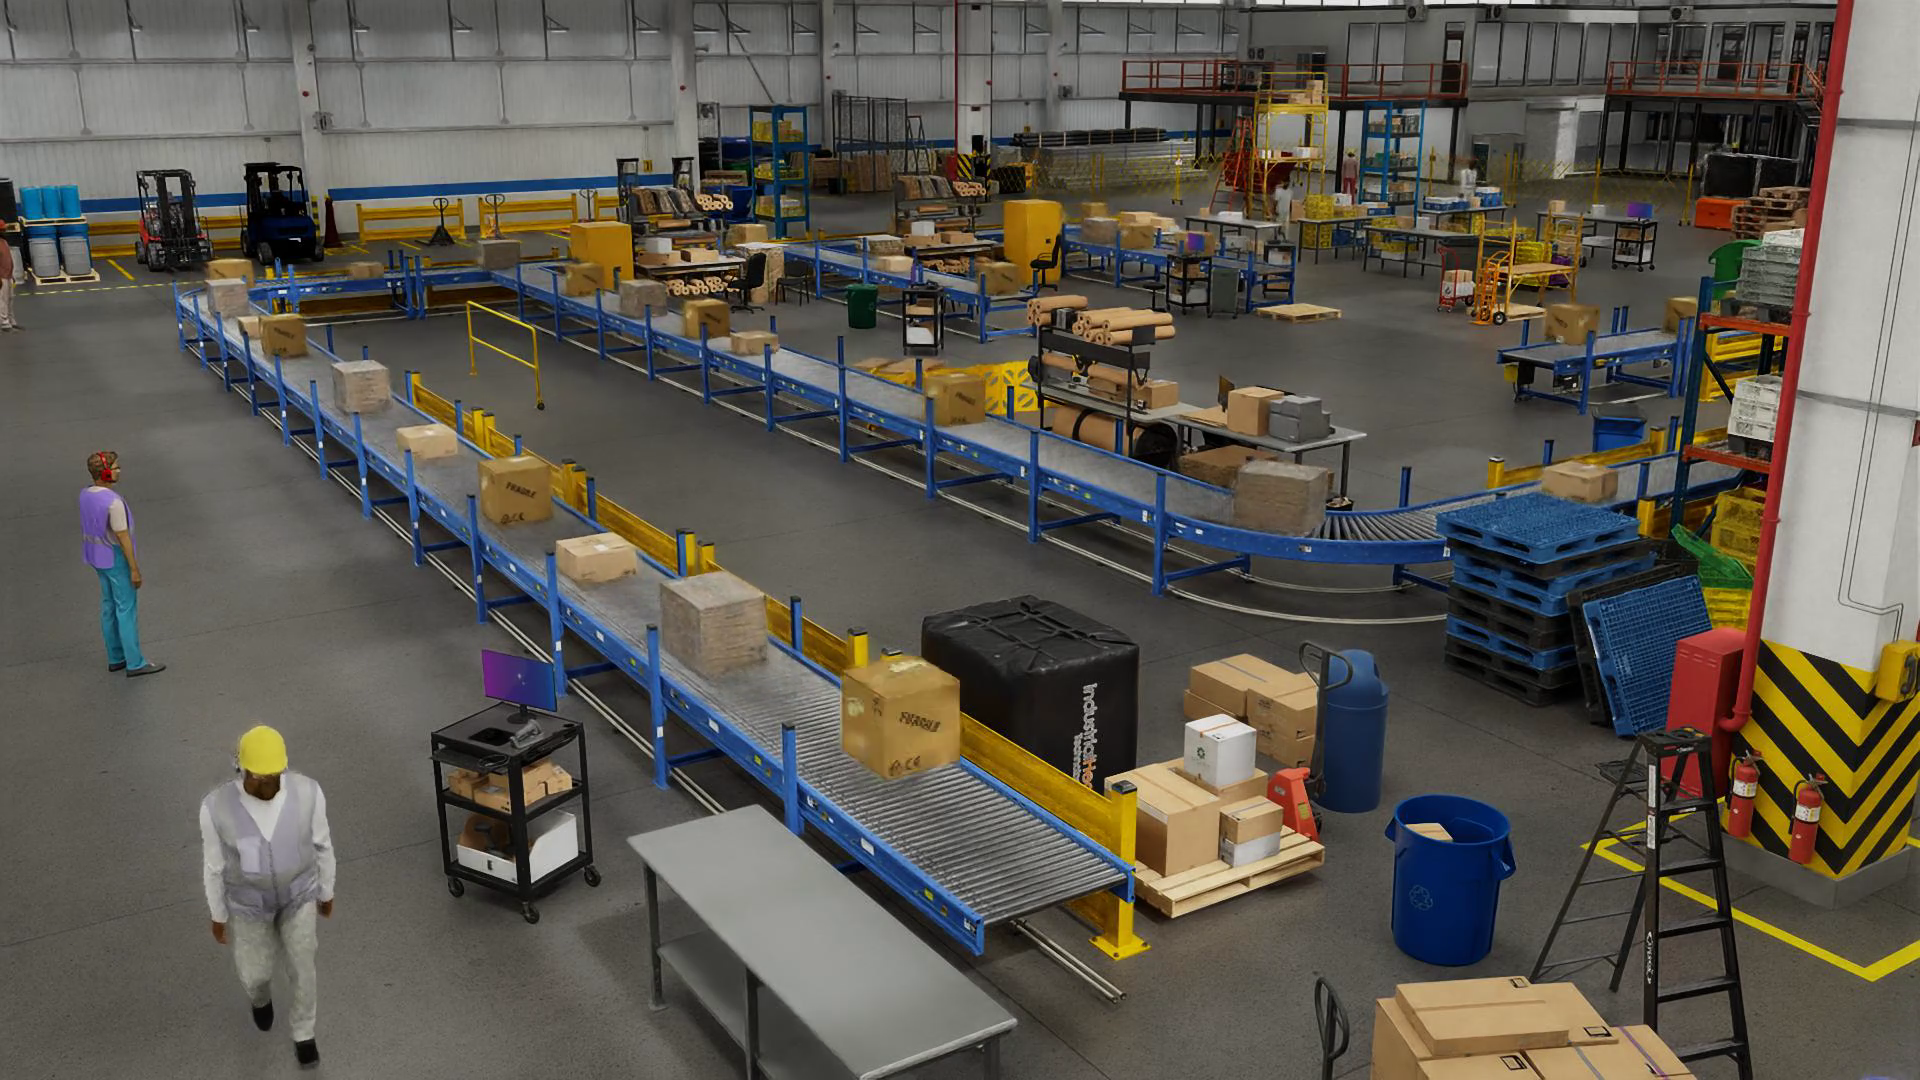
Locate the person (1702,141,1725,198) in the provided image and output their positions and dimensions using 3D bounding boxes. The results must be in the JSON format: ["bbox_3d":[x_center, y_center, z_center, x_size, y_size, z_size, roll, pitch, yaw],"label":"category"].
[{"bbox_3d":[22.979,-11.123,50.660,0.701,2.000,0.540,-6,18,-20],"label":"person"}]

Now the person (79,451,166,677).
[{"bbox_3d":[-6.777,0.197,13.322,0.565,1.846,0.390,11,20,33],"label":"person"}]

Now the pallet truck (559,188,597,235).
[{"bbox_3d":[-10.010,-8.652,43.699,0.653,1.274,1.630,-10,20,-31],"label":"pallet truck"}]

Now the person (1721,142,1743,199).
[{"bbox_3d":[24.037,-11.407,51.797,0.584,1.928,0.374,1,17,4],"label":"person"}]

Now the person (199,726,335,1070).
[{"bbox_3d":[-3.401,1.739,8.239,0.605,1.814,0.501,-9,19,-28],"label":"person"}]

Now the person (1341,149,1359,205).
[{"bbox_3d":[11.963,-11.107,51.073,0.526,1.769,0.328,8,18,25],"label":"person"}]

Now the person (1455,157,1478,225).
[{"bbox_3d":[14.040,-9.651,46.057,0.597,1.869,0.595,-9,19,-27],"label":"person"}]

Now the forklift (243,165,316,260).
[{"bbox_3d":[-15.898,-7.669,38.708,1.157,1.987,2.680,-11,20,-33],"label":"forklift"}]

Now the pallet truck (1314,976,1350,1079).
[{"bbox_3d":[2.299,2.390,7.086,1.601,1.201,0.680,-2,17,-7],"label":"pallet truck"}]

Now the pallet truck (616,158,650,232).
[{"bbox_3d":[-8.918,-9.176,44.255,0.823,1.965,1.885,-9,19,-27],"label":"pallet truck"}]

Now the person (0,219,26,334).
[{"bbox_3d":[-16.722,-4.624,29.114,0.396,1.990,0.624,-3,17,-8],"label":"person"}]

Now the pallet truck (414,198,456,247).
[{"bbox_3d":[-13.250,-8.060,41.856,0.680,1.201,1.601,-10,20,-31],"label":"pallet truck"}]

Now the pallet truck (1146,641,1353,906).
[{"bbox_3d":[1.664,1.407,10.232,1.630,1.274,0.653,-10,20,-31],"label":"pallet truck"}]

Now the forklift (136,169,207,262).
[{"bbox_3d":[-17.842,-7.318,37.559,1.157,1.987,2.680,-10,20,-31],"label":"forklift"}]

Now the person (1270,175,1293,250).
[{"bbox_3d":[7.793,-7.897,40.266,0.506,1.851,0.687,-5,17,-15],"label":"person"}]

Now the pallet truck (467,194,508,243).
[{"bbox_3d":[-11.983,-8.177,42.137,0.704,1.261,1.522,-11,20,-33],"label":"pallet truck"}]

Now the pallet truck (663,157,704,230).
[{"bbox_3d":[-7.586,-9.308,44.692,0.823,1.965,1.885,-11,20,-33],"label":"pallet truck"}]
